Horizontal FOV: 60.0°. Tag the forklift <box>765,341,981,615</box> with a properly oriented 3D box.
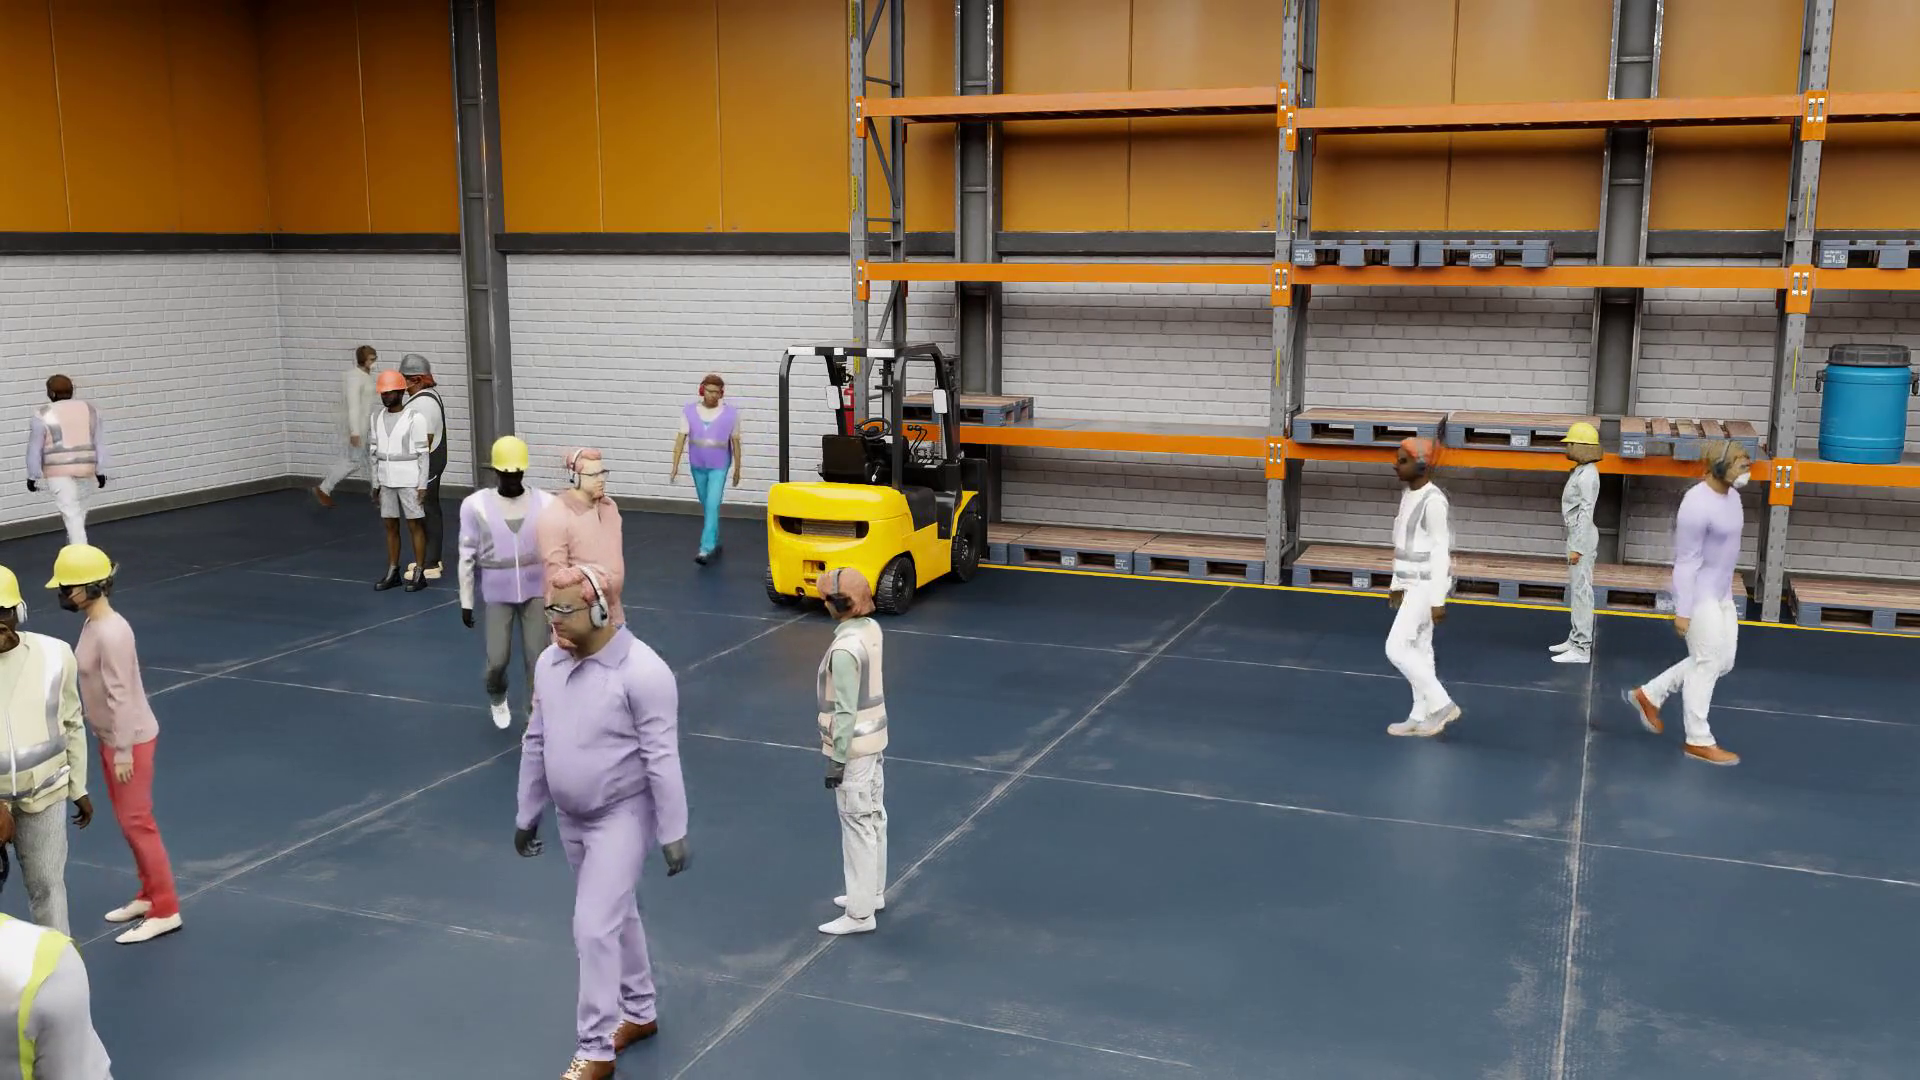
[{"bbox_3d":[-0.739,-0.602,14.246,1.214,2.155,2.313,4,11,21],"label":"forklift"}]

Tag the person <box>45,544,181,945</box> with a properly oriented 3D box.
[{"bbox_3d":[-3.700,0.879,7.251,0.394,1.747,0.527,-8,13,-37],"label":"person"}]

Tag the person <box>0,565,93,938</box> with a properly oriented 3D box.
[{"bbox_3d":[-3.674,0.982,6.421,0.588,1.835,0.403,-8,13,-38],"label":"person"}]

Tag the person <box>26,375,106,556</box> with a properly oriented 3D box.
[{"bbox_3d":[-8.339,-0.623,15.419,0.861,1.809,0.650,7,12,33],"label":"person"}]

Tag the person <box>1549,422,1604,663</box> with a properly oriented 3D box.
[{"bbox_3d":[4.465,0.018,12.047,0.299,1.745,0.483,3,11,18],"label":"person"}]

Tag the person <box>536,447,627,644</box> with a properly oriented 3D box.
[{"bbox_3d":[-2.093,0.404,9.558,0.606,1.899,0.700,5,11,26],"label":"person"}]

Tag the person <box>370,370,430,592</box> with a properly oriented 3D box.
[{"bbox_3d":[-4.875,-0.510,14.444,0.545,1.939,0.374,3,11,16],"label":"person"}]

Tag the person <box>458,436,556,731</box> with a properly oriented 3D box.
[{"bbox_3d":[-2.690,0.304,9.998,0.621,1.905,0.588,-4,11,-23],"label":"person"}]

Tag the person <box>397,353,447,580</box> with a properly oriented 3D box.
[{"bbox_3d":[-4.921,-0.670,15.053,0.538,2.000,0.684,-2,10,-12],"label":"person"}]

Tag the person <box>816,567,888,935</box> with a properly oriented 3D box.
[{"bbox_3d":[-0.468,0.919,7.320,0.310,1.639,0.514,2,10,11],"label":"person"}]

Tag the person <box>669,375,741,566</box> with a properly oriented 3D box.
[{"bbox_3d":[-2.388,-0.660,15.713,0.604,1.775,1.013,2,10,10],"label":"person"}]

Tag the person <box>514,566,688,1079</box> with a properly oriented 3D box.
[{"bbox_3d":[-1.379,1.034,5.993,0.686,1.879,0.780,8,13,38],"label":"person"}]

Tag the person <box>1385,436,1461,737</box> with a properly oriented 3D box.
[{"bbox_3d":[2.773,0.301,10.117,0.416,1.869,0.591,1,10,5],"label":"person"}]

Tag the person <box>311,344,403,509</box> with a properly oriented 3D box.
[{"bbox_3d":[-6.847,-1.266,18.803,0.893,1.901,0.666,0,10,-1],"label":"person"}]

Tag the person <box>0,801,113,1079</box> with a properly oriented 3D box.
[{"bbox_3d":[-2.195,1.457,3.760,0.634,1.841,0.429,0,10,1],"label":"person"}]

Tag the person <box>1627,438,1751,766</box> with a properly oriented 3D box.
[{"bbox_3d":[4.311,0.341,9.765,0.603,1.920,0.646,9,14,42],"label":"person"}]
